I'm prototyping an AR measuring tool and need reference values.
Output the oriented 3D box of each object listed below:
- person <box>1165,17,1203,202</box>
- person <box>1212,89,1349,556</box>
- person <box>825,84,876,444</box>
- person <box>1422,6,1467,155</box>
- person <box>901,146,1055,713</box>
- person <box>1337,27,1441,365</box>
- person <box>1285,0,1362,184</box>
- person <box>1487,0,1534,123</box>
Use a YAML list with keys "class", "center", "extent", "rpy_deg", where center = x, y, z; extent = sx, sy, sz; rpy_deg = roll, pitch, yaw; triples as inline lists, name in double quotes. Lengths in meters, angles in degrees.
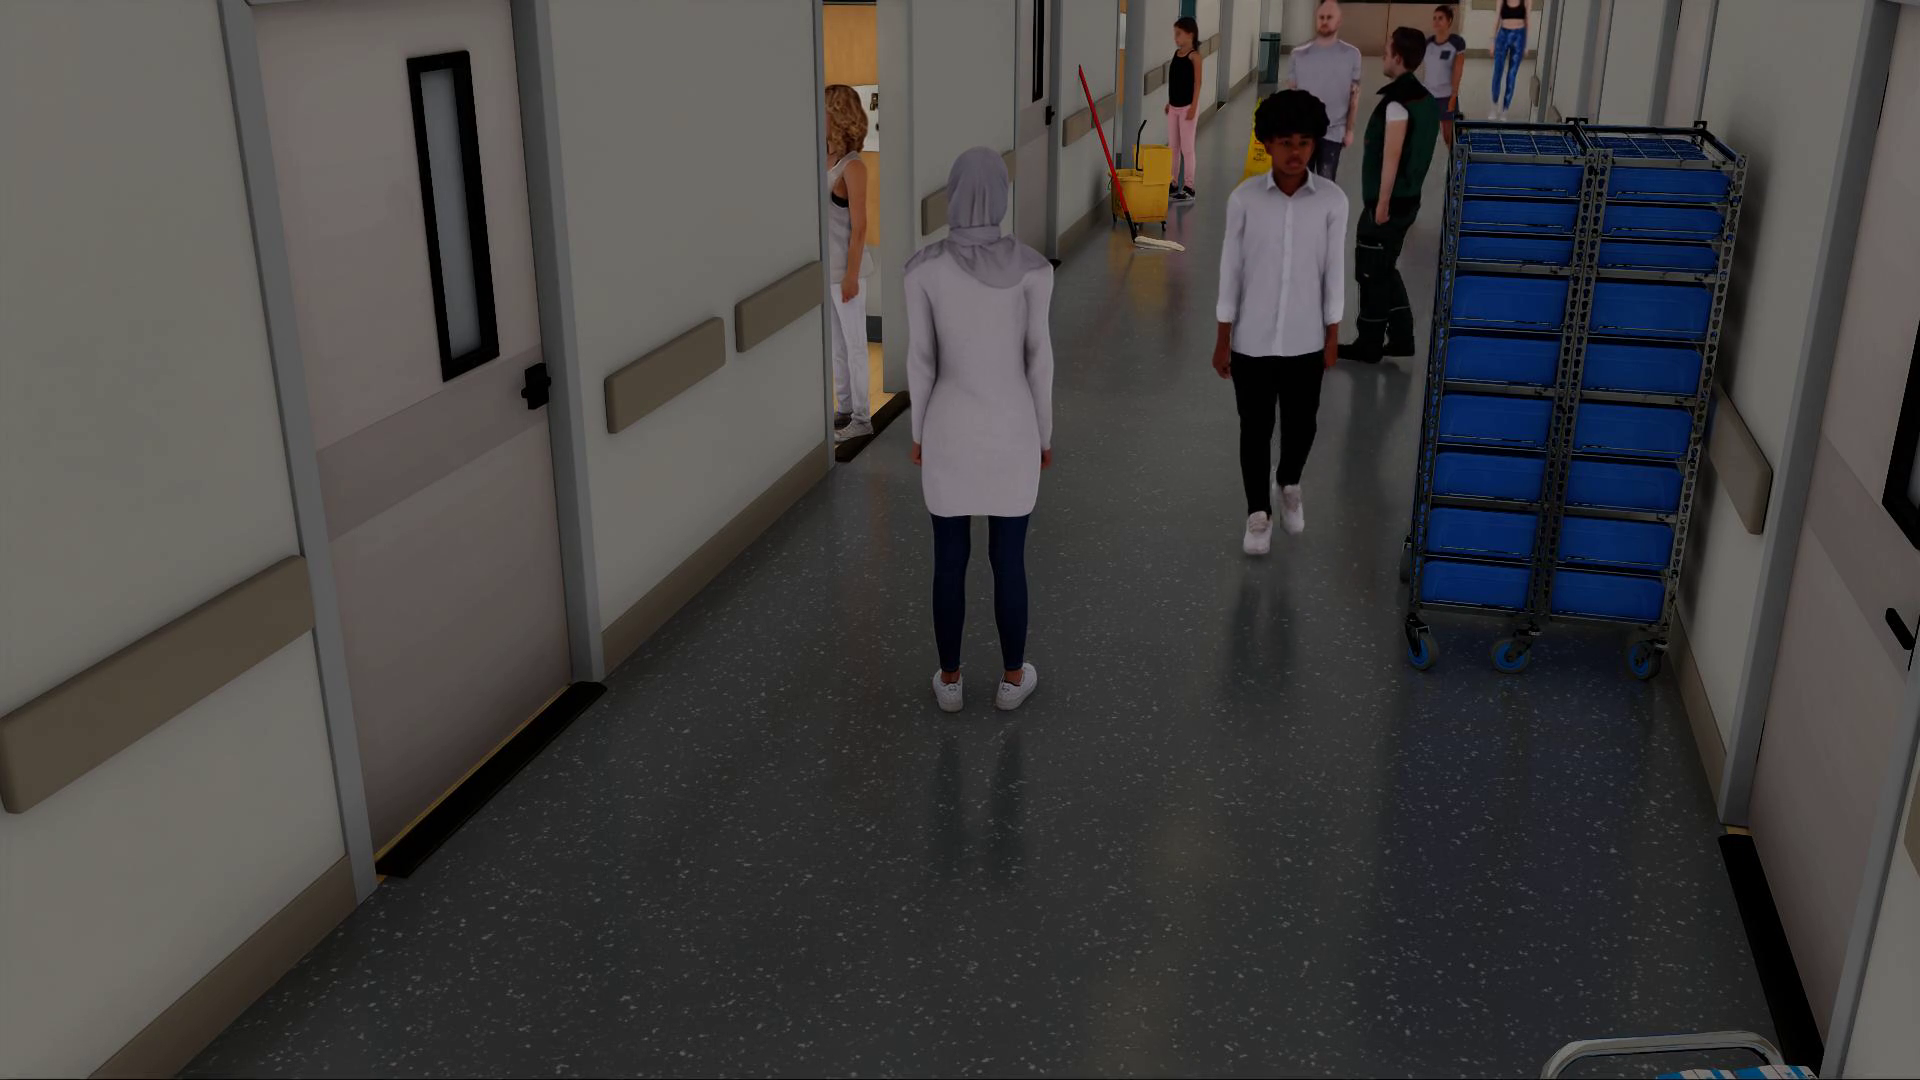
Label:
- class: "person"
  center: [1.962, -3.785, 14.603]
  extent: [0.689, 1.563, 0.631]
  rpy_deg: [-12, 24, -28]
- class: "person"
  center: [1.238, -0.843, 6.501]
  extent: [0.656, 1.799, 0.676]
  rpy_deg: [4, 21, 10]
- class: "person"
  center: [-0.552, -1.310, 7.916]
  extent: [0.737, 1.671, 0.667]
  rpy_deg: [-10, 23, -25]
- class: "person"
  center: [4.416, -4.017, 15.180]
  extent: [0.845, 1.588, 1.090]
  rpy_deg: [16, 26, 36]
- class: "person"
  center: [0.061, -0.311, 5.130]
  extent: [0.650, 1.776, 0.587]
  rpy_deg: [1, 21, 4]
- class: "person"
  center: [2.387, -1.876, 9.173]
  extent: [0.825, 1.840, 0.753]
  rpy_deg: [14, 25, 33]
- class: "person"
  center: [2.593, -2.918, 11.962]
  extent: [0.739, 1.811, 0.805]
  rpy_deg: [10, 23, 25]
- class: "person"
  center: [6.512, -5.818, 19.677]
  extent: [0.574, 1.771, 0.602]
  rpy_deg: [6, 22, 15]
